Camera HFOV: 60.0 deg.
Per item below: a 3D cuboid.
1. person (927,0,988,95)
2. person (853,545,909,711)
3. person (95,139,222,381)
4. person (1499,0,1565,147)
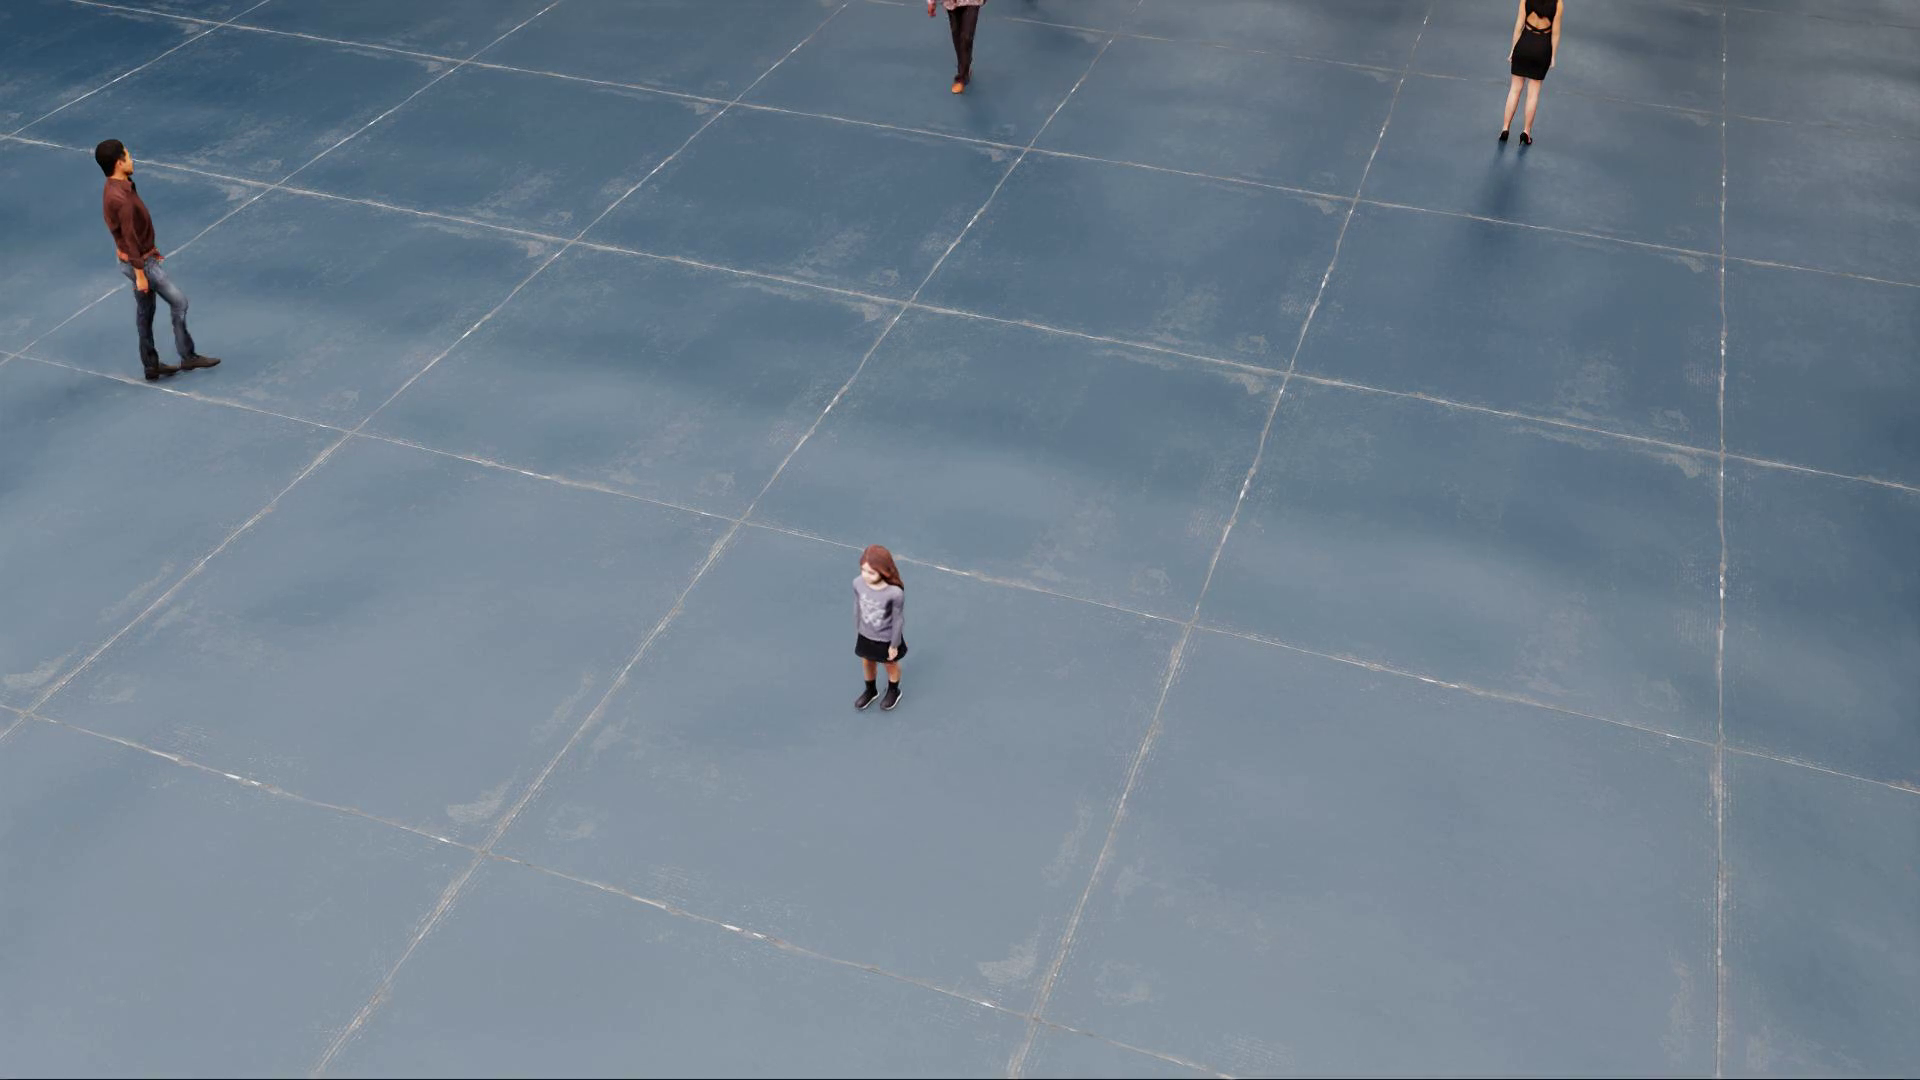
[{"bbox_3d":[0.046,-5.214,15.907,0.777,1.745,1.116,4,38,4],"label":"person"},{"bbox_3d":[-0.417,0.470,9.163,0.501,1.103,0.514,17,41,21],"label":"person"},{"bbox_3d":[-5.855,-1.914,11.684,0.939,1.752,0.879,-18,41,-21],"label":"person"},{"bbox_3d":[5.106,-4.322,14.844,0.577,1.650,0.516,19,42,22],"label":"person"}]
